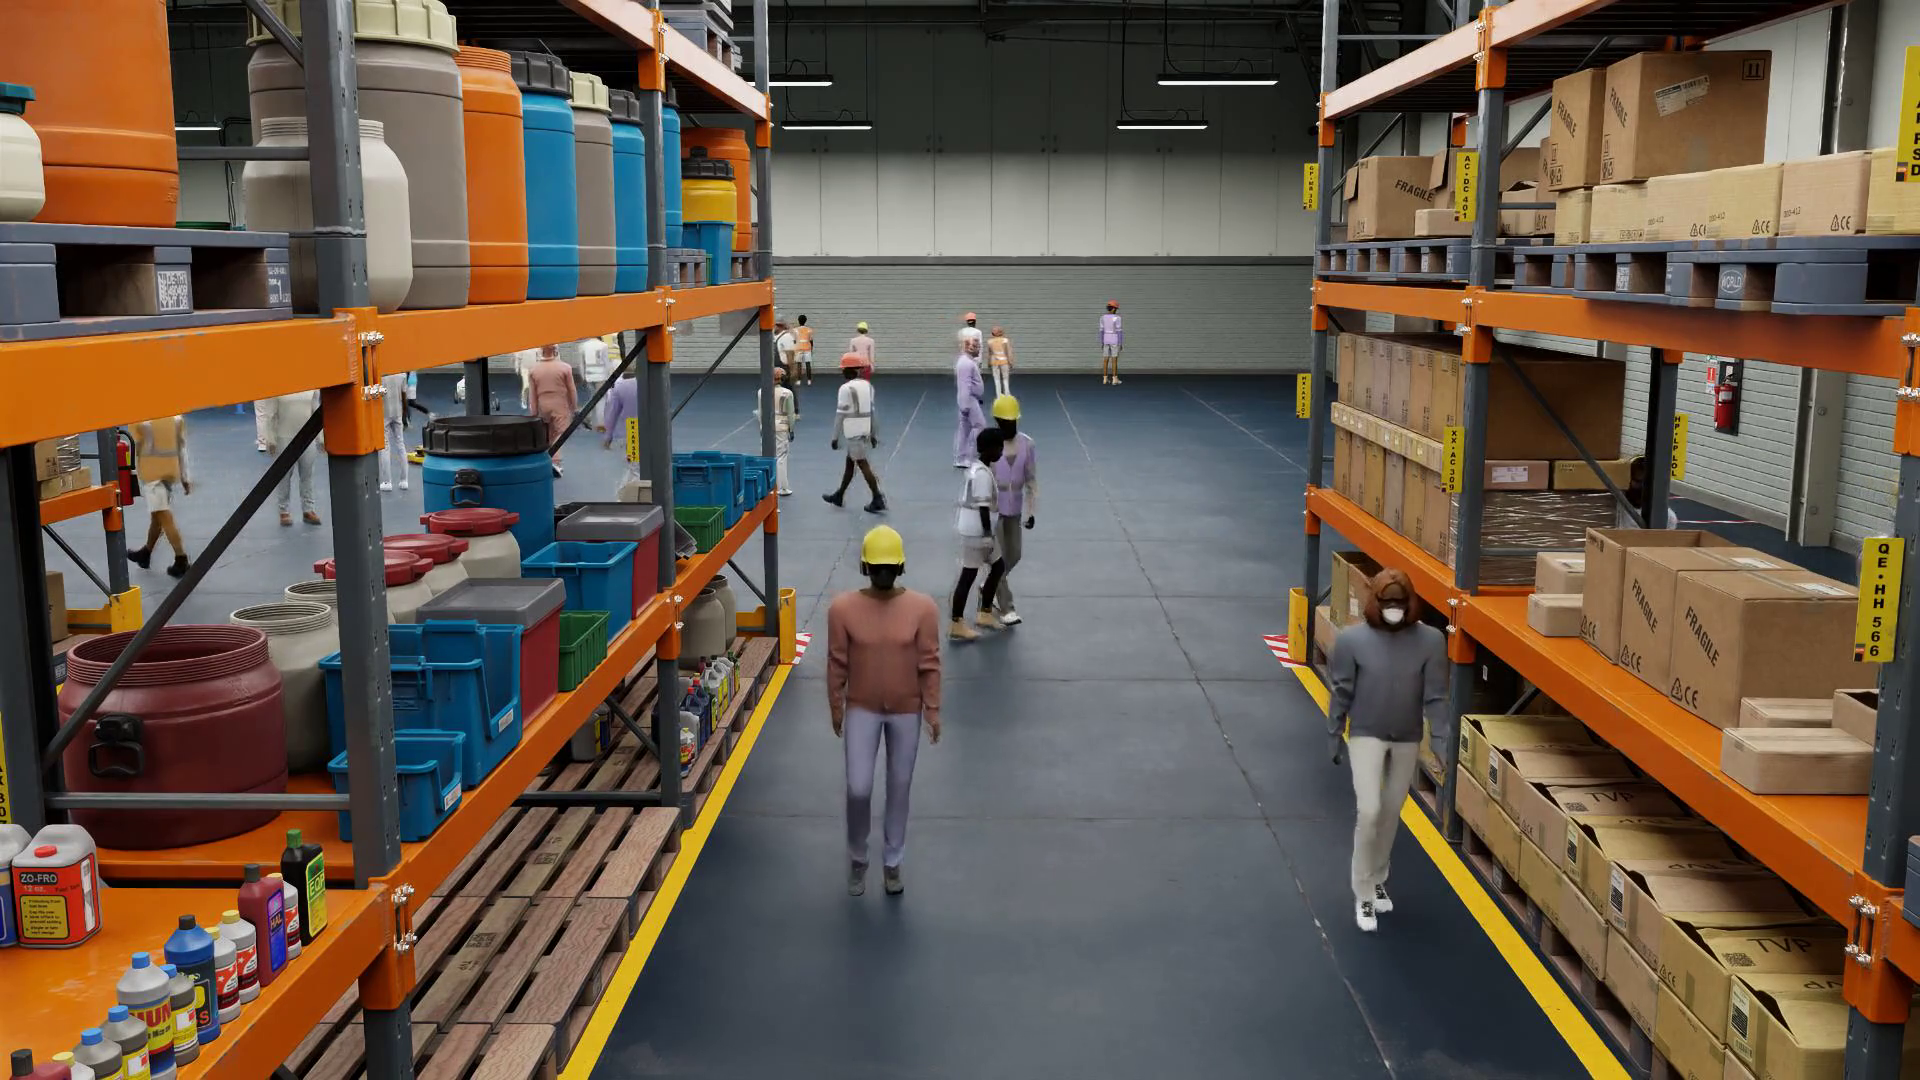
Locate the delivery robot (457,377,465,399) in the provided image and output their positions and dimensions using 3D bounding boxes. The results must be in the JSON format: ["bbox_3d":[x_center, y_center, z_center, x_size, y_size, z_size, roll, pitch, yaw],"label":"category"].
[{"bbox_3d":[-10.481,-3.225,35.248,0.477,0.478,0.707,-3,10,-17],"label":"delivery robot"}]

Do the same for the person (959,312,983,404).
[{"bbox_3d":[0.220,-3.800,34.782,0.558,1.911,0.513,5,11,28],"label":"person"}]

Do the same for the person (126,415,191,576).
[{"bbox_3d":[-7.672,-0.616,15.791,0.975,1.882,0.565,5,11,26],"label":"person"}]

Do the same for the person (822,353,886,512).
[{"bbox_3d":[-1.262,-1.293,19.887,1.029,1.881,0.565,6,11,32],"label":"person"}]

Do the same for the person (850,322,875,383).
[{"bbox_3d":[-2.029,-3.638,34.339,0.529,1.734,0.816,1,10,5],"label":"person"}]

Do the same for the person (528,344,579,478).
[{"bbox_3d":[-5.641,-1.822,23.093,0.653,1.916,0.706,2,10,14],"label":"person"}]

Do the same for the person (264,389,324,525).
[{"bbox_3d":[-7.542,-1.154,18.864,0.636,1.937,0.358,-9,13,-42],"label":"person"}]

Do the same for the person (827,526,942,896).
[{"bbox_3d":[-0.347,0.800,7.714,0.525,1.752,0.455,-1,10,-7],"label":"person"}]

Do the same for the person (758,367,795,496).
[{"bbox_3d":[-2.336,-1.382,21.157,0.508,1.628,0.319,3,10,19],"label":"person"}]

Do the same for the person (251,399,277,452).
[{"bbox_3d":[-10.853,-2.339,26.081,0.636,1.902,0.406,-3,10,-17],"label":"person"}]

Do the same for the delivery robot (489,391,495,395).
[{"bbox_3d":[-9.539,-3.057,33.470,0.335,0.223,0.698,-3,10,-16],"label":"delivery robot"}]

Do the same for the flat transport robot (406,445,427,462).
[{"bbox_3d":[-7.547,-1.338,25.072,1.431,0.197,0.652,-6,11,-32],"label":"flat transport robot"}]

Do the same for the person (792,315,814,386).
[{"bbox_3d":[-3.776,-4.555,39.956,0.538,1.696,0.317,-3,10,-19],"label":"person"}]

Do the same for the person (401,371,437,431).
[{"bbox_3d":[-9.654,-2.767,29.303,0.681,1.675,0.540,-5,11,-26],"label":"person"}]

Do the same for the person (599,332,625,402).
[{"bbox_3d":[-7.383,-3.864,35.434,0.627,1.832,0.428,5,11,28],"label":"person"}]

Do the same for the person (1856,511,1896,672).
[{"bbox_3d":[5.222,0.545,9.138,0.594,1.790,0.928,0,9,-1],"label":"person"}]

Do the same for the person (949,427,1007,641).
[{"bbox_3d":[0.177,-0.055,13.089,0.589,1.656,0.635,0,9,0],"label":"person"}]

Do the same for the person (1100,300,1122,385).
[{"bbox_3d":[3.687,-4.792,40.371,0.605,2.034,0.391,7,12,37],"label":"person"}]

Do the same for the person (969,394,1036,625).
[{"bbox_3d":[0.343,-0.270,13.716,0.615,1.902,0.772,-5,11,-28],"label":"person"}]

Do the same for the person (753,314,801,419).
[{"bbox_3d":[-3.428,-3.219,31.053,1.046,2.000,0.697,-5,10,-25],"label":"person"}]

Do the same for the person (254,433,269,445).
[{"bbox_3d":[-11.010,-2.438,26.964,0.875,1.816,0.634,-2,10,-14],"label":"person"}]

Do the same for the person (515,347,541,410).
[{"bbox_3d":[-8.585,-3.387,33.187,0.532,1.610,0.354,-6,11,-34],"label":"person"}]

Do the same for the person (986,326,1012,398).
[{"bbox_3d":[0.814,-3.689,35.033,0.540,1.607,0.483,0,9,3],"label":"person"}]

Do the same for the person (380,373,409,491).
[{"bbox_3d":[-7.432,-1.584,21.658,0.512,1.868,0.328,-8,12,-40],"label":"person"}]

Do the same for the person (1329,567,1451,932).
[{"bbox_3d":[1.921,0.926,7.403,0.499,1.607,0.633,0,9,-2],"label":"person"}]

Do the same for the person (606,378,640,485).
[{"bbox_3d":[-3.621,-1.129,18.889,0.714,1.883,0.678,2,10,12],"label":"person"}]

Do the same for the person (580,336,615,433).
[{"bbox_3d":[-6.278,-2.819,28.839,0.617,1.929,0.455,6,11,33],"label":"person"}]

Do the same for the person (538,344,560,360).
[{"bbox_3d":[-7.210,-2.876,29.157,0.405,1.943,0.614,-4,10,-25],"label":"person"}]

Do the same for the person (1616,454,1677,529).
[{"bbox_3d":[4.022,0.373,10.114,0.521,1.813,0.925,2,10,12],"label":"person"}]

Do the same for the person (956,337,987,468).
[{"bbox_3d":[0.247,-1.961,23.838,0.686,1.883,0.680,0,9,0],"label":"person"}]
